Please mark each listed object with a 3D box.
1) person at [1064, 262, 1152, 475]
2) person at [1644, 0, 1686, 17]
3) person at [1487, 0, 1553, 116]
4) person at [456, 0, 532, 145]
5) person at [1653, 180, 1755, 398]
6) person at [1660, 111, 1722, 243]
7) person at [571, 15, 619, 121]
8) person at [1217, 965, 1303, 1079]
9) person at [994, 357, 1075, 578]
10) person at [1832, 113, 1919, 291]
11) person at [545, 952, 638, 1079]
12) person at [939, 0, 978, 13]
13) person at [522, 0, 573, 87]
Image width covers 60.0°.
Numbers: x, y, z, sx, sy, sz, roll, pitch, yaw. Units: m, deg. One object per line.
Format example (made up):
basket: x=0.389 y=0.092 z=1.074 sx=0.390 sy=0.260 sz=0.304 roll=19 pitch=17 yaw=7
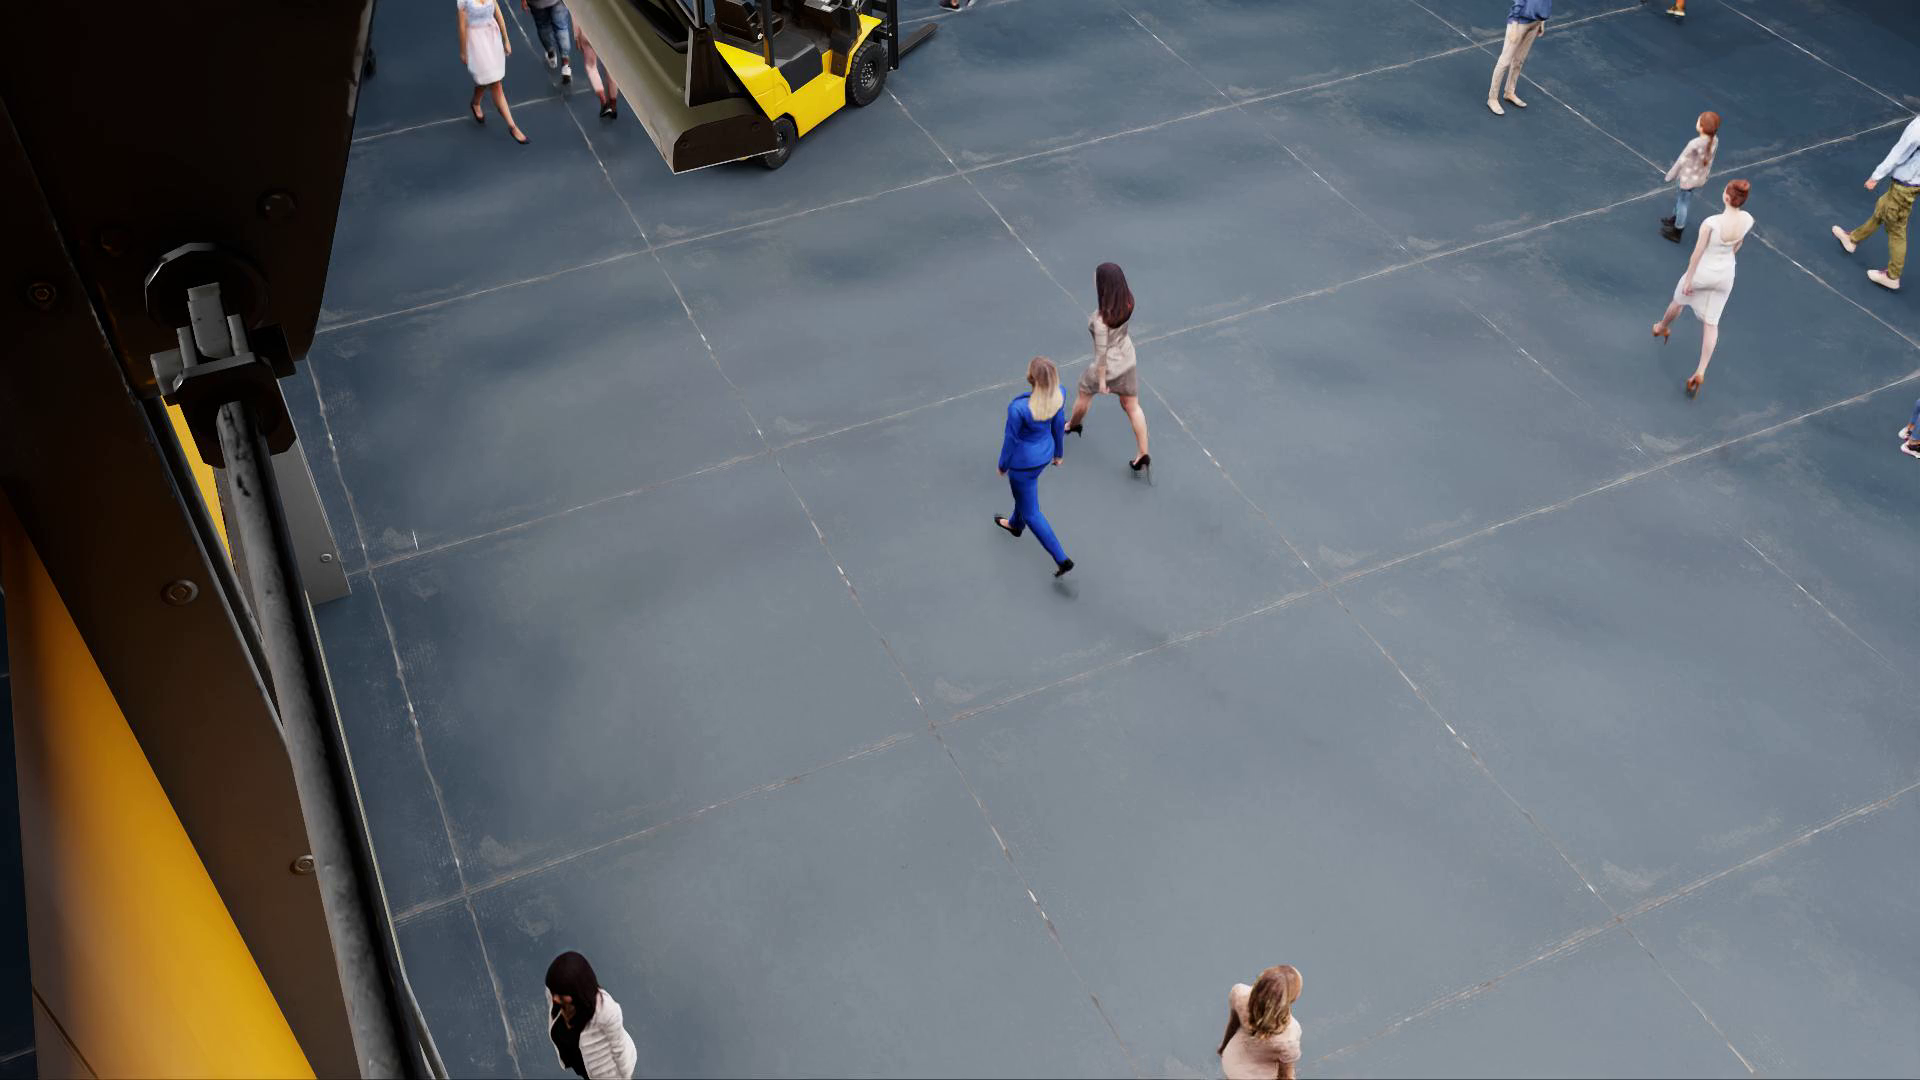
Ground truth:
person: x=1.164 y=-1.189 z=11.941 sx=0.838 sy=1.693 sz=1.183 roll=-33 pitch=52 yaw=-29
person: x=7.548 y=-6.179 z=17.375 sx=0.640 sy=1.423 sz=1.029 roll=-12 pitch=45 yaw=-12
person: x=5.368 y=-4.912 z=15.848 sx=0.634 sy=1.694 sz=0.594 roll=-23 pitch=48 yaw=-23
person: x=-4.465 y=-4.590 z=15.462 sx=1.199 sy=1.761 sz=0.955 roll=32 pitch=52 yaw=29
person: x=5.735 y=-1.902 z=12.657 sx=0.885 sy=1.738 sz=1.163 roll=0 pitch=44 yaw=0
person: x=6.337 y=-3.104 z=14.320 sx=0.490 sy=1.183 sz=0.537 roll=-21 pitch=47 yaw=-21
person: x=-3.383 y=-4.698 z=15.613 sx=0.673 sy=1.708 sz=0.746 roll=-13 pitch=45 yaw=-13
person: x=1.316 y=2.580 z=7.895 sx=0.692 sy=1.817 sz=0.672 roll=-24 pitch=49 yaw=-23
person: x=0.539 y=-0.476 z=11.207 sx=0.854 sy=1.673 sz=1.162 roll=-33 pitch=52 yaw=-30
person: x=7.862 y=-2.884 z=13.658 sx=0.714 sy=1.778 sz=1.061 roll=-20 pitch=47 yaw=-20
person: x=-1.763 y=2.492 z=8.118 sx=0.676 sy=1.636 sz=0.759 roll=20 pitch=47 yaw=20
person: x=-0.028 y=-6.269 z=17.221 sx=0.914 sy=1.766 sz=0.843 roll=25 pitch=49 yaw=24
person: x=-4.035 y=-5.307 z=16.199 sx=0.798 sy=1.782 sz=1.165 roll=-11 pitch=45 yaw=-12
